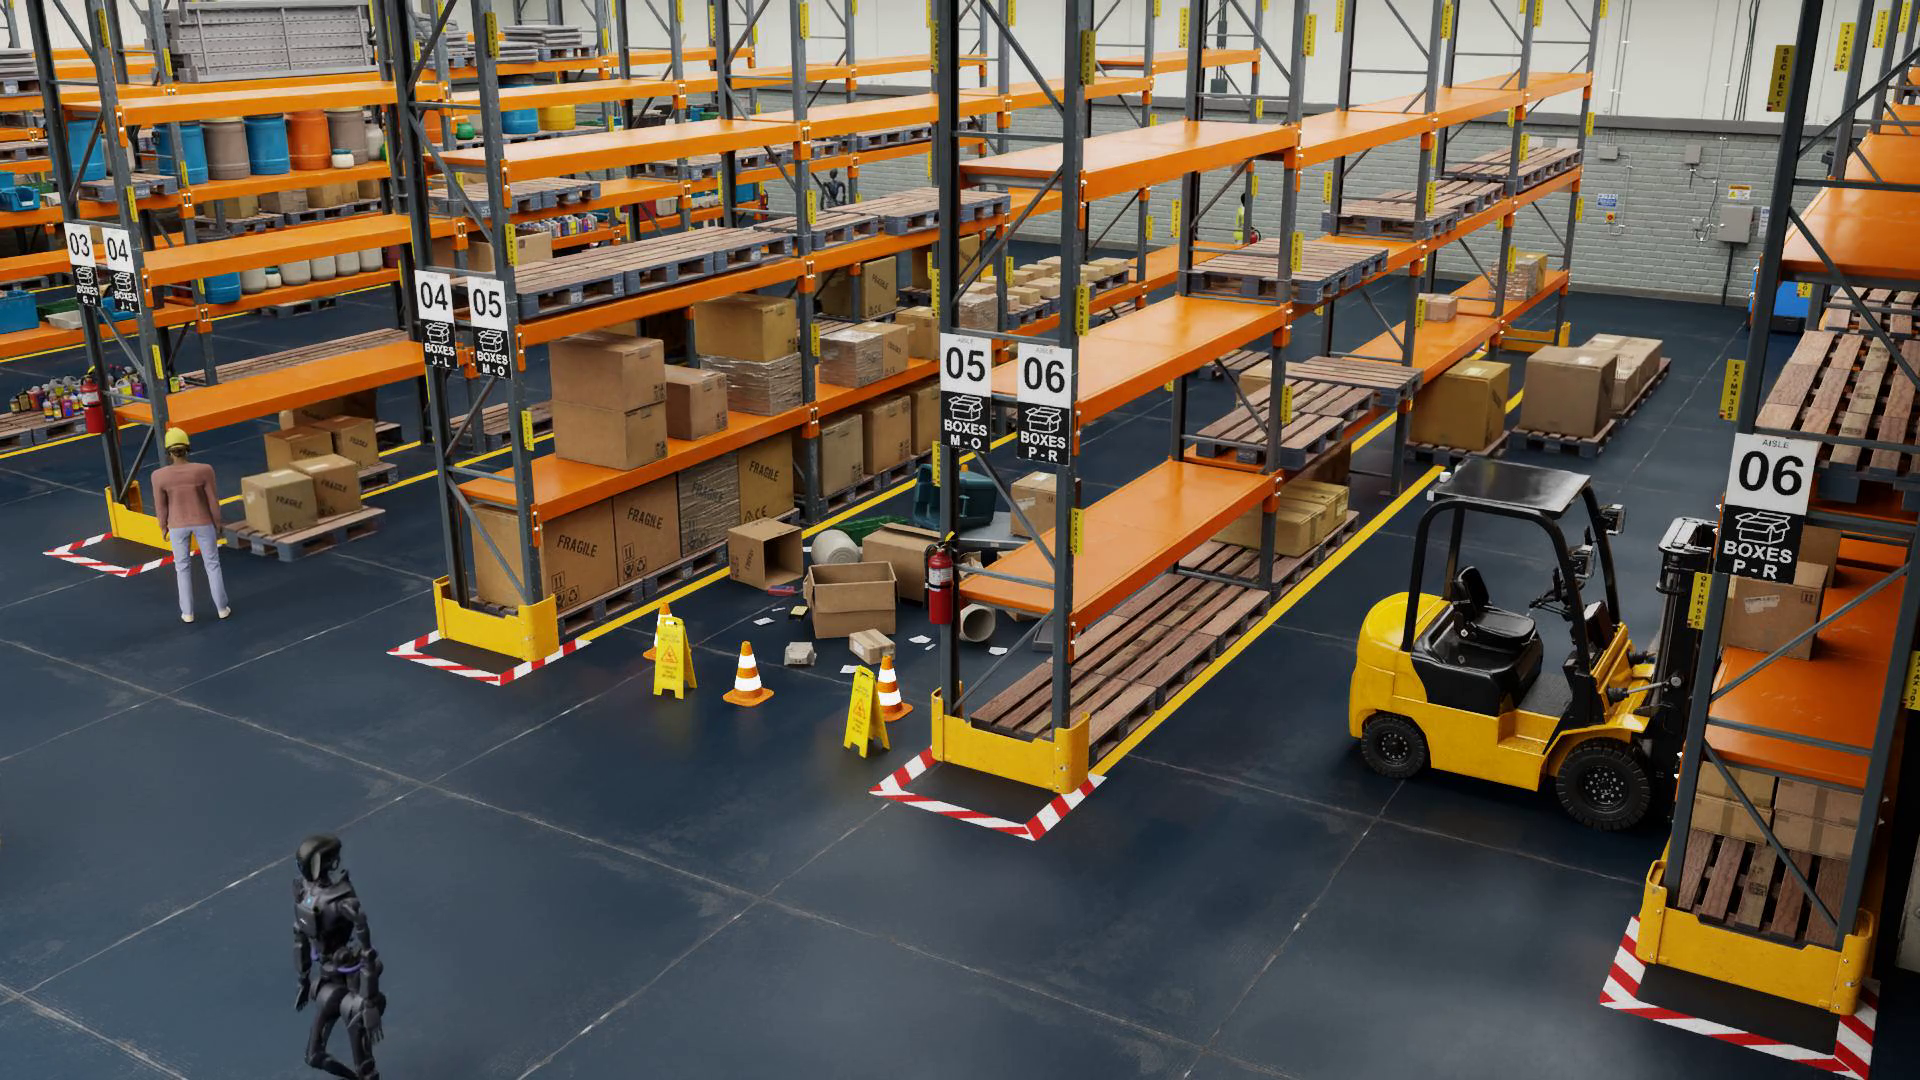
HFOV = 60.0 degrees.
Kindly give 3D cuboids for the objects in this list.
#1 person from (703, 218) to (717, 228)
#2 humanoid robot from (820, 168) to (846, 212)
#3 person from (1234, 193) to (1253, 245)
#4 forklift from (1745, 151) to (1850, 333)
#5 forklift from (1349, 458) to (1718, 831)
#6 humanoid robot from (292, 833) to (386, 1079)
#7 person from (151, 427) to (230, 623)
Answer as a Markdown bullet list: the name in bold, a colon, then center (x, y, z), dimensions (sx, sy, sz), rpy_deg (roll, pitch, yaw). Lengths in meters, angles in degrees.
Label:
- **person**: center (-5.240, -7.062, 34.864), dimensions (0.491, 1.688, 0.348), rpy_deg (-5, 20, -14)
- **humanoid robot**: center (-2.611, -6.775, 34.044), dimensions (0.606, 1.652, 0.351), rpy_deg (-10, 21, -26)
- **person**: center (5.168, -5.509, 30.374), dimensions (0.319, 1.685, 0.537), rpy_deg (-1, 19, -1)
- **forklift**: center (13.620, -4.667, 26.137), dimensions (1.873, 2.768, 1.129), rpy_deg (11, 22, 29)
- **forklift**: center (3.988, 0.658, 11.776), dimensions (2.313, 2.155, 1.214), rpy_deg (11, 22, 29)
- **humanoid robot**: center (-3.007, 2.183, 8.145), dimensions (0.603, 1.655, 0.357), rpy_deg (12, 22, 31)
- **person**: center (-6.814, -0.133, 14.727), dimensions (0.522, 1.761, 0.340), rpy_deg (-7, 20, -20)
